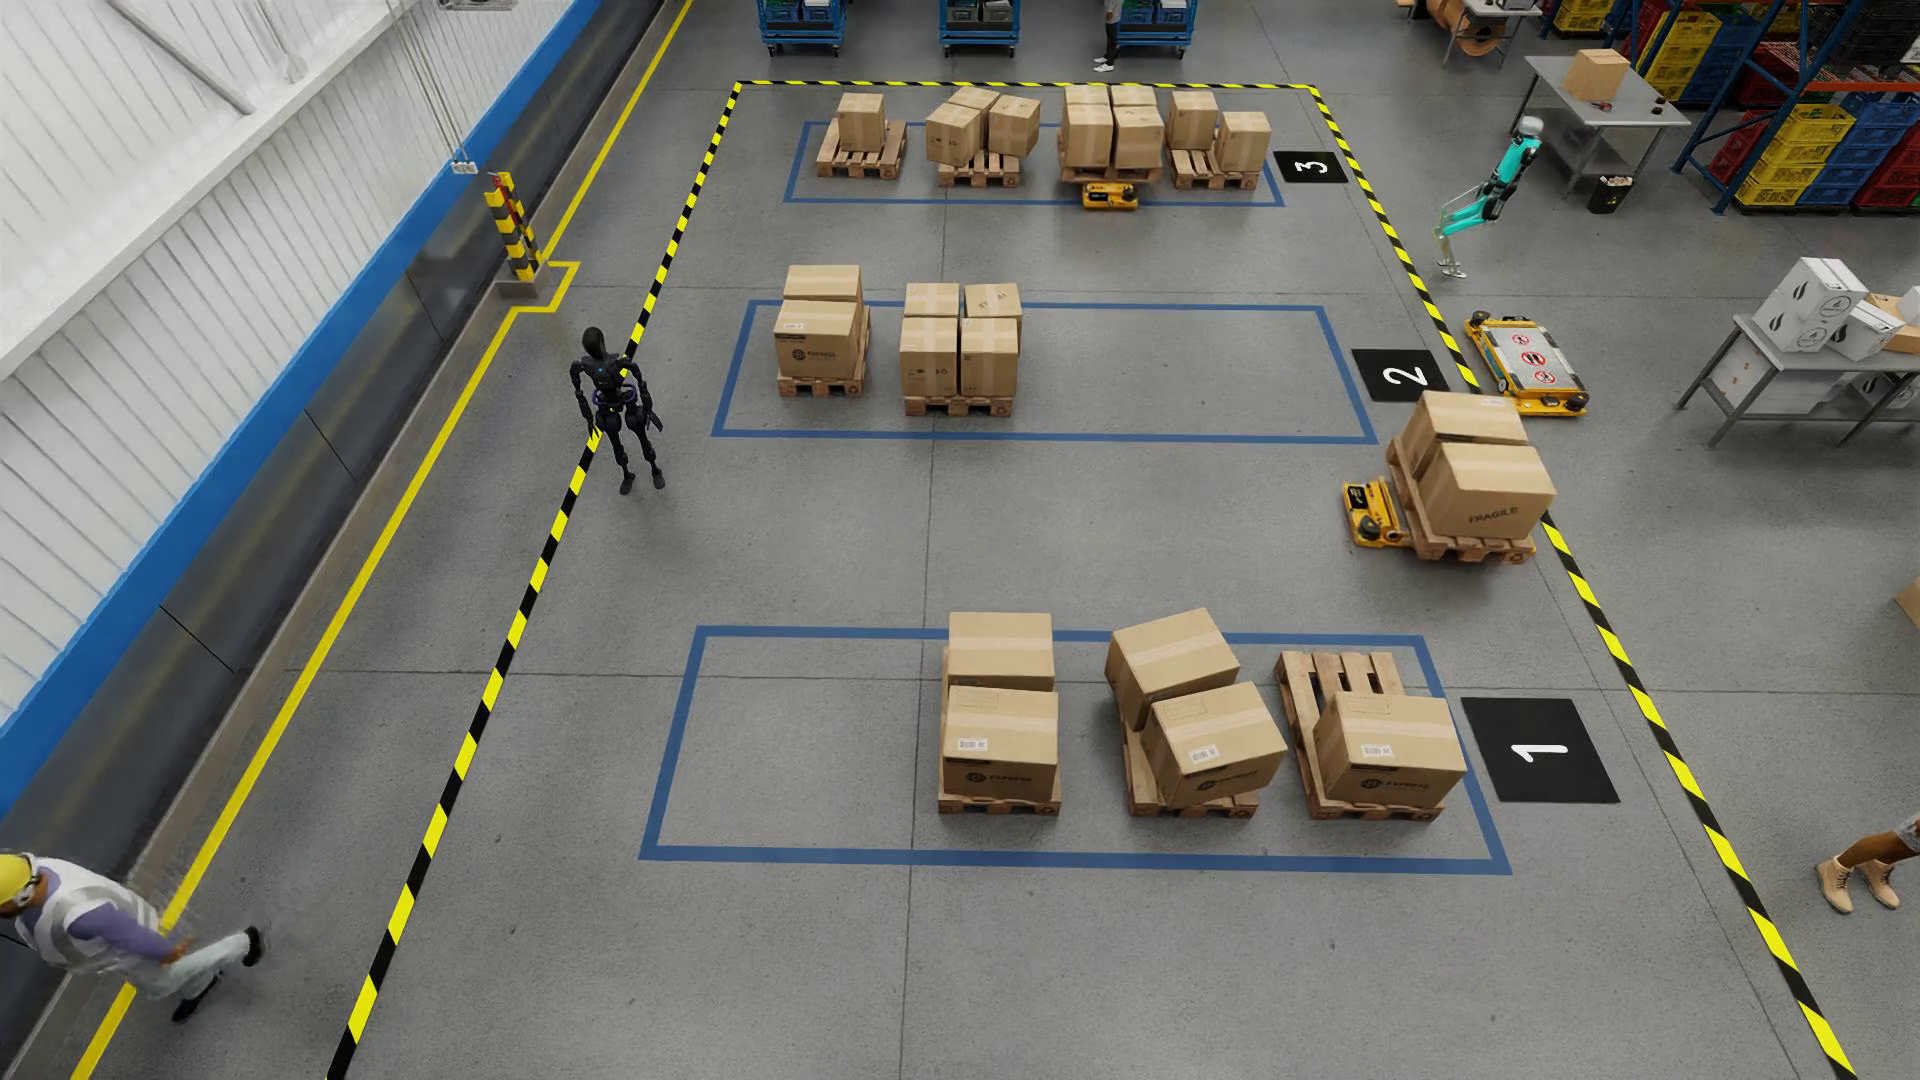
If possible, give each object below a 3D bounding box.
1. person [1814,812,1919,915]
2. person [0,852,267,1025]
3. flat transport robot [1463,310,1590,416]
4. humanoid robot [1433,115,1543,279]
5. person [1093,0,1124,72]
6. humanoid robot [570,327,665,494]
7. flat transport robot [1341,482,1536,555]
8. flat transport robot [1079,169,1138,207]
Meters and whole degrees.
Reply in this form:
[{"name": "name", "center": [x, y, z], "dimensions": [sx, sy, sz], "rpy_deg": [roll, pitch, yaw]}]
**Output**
[{"name": "person", "center": [5.647, 1.522, 5.041], "dimensions": [0.607, 2.048, 0.365], "rpy_deg": [-3, 49, -2]}, {"name": "person", "center": [-4.350, 2.022, 4.758], "dimensions": [0.598, 1.816, 0.529], "rpy_deg": [22, 53, 18]}, {"name": "flat transport robot", "center": [5.573, -1.757, 9.054], "dimensions": [0.659, 0.231, 1.431], "rpy_deg": [1, 49, 1]}, {"name": "humanoid robot", "center": [5.367, -3.567, 9.563], "dimensions": [0.735, 1.673, 0.533], "rpy_deg": [8, 50, 7]}, {"name": "person", "center": [2.165, -7.754, 13.200], "dimensions": [0.396, 1.850, 0.588], "rpy_deg": [6, 49, 6]}, {"name": "humanoid robot", "center": [-2.773, -1.040, 7.493], "dimensions": [0.599, 1.656, 0.315], "rpy_deg": [-8, 50, -7]}, {"name": "flat transport robot", "center": [4.020, -0.216, 7.702], "dimensions": [1.431, 0.197, 0.652], "rpy_deg": [3, 49, 3]}, {"name": "flat transport robot", "center": [1.837, -4.640, 11.531], "dimensions": [0.652, 0.197, 1.431], "rpy_deg": [1, 49, 1]}]
